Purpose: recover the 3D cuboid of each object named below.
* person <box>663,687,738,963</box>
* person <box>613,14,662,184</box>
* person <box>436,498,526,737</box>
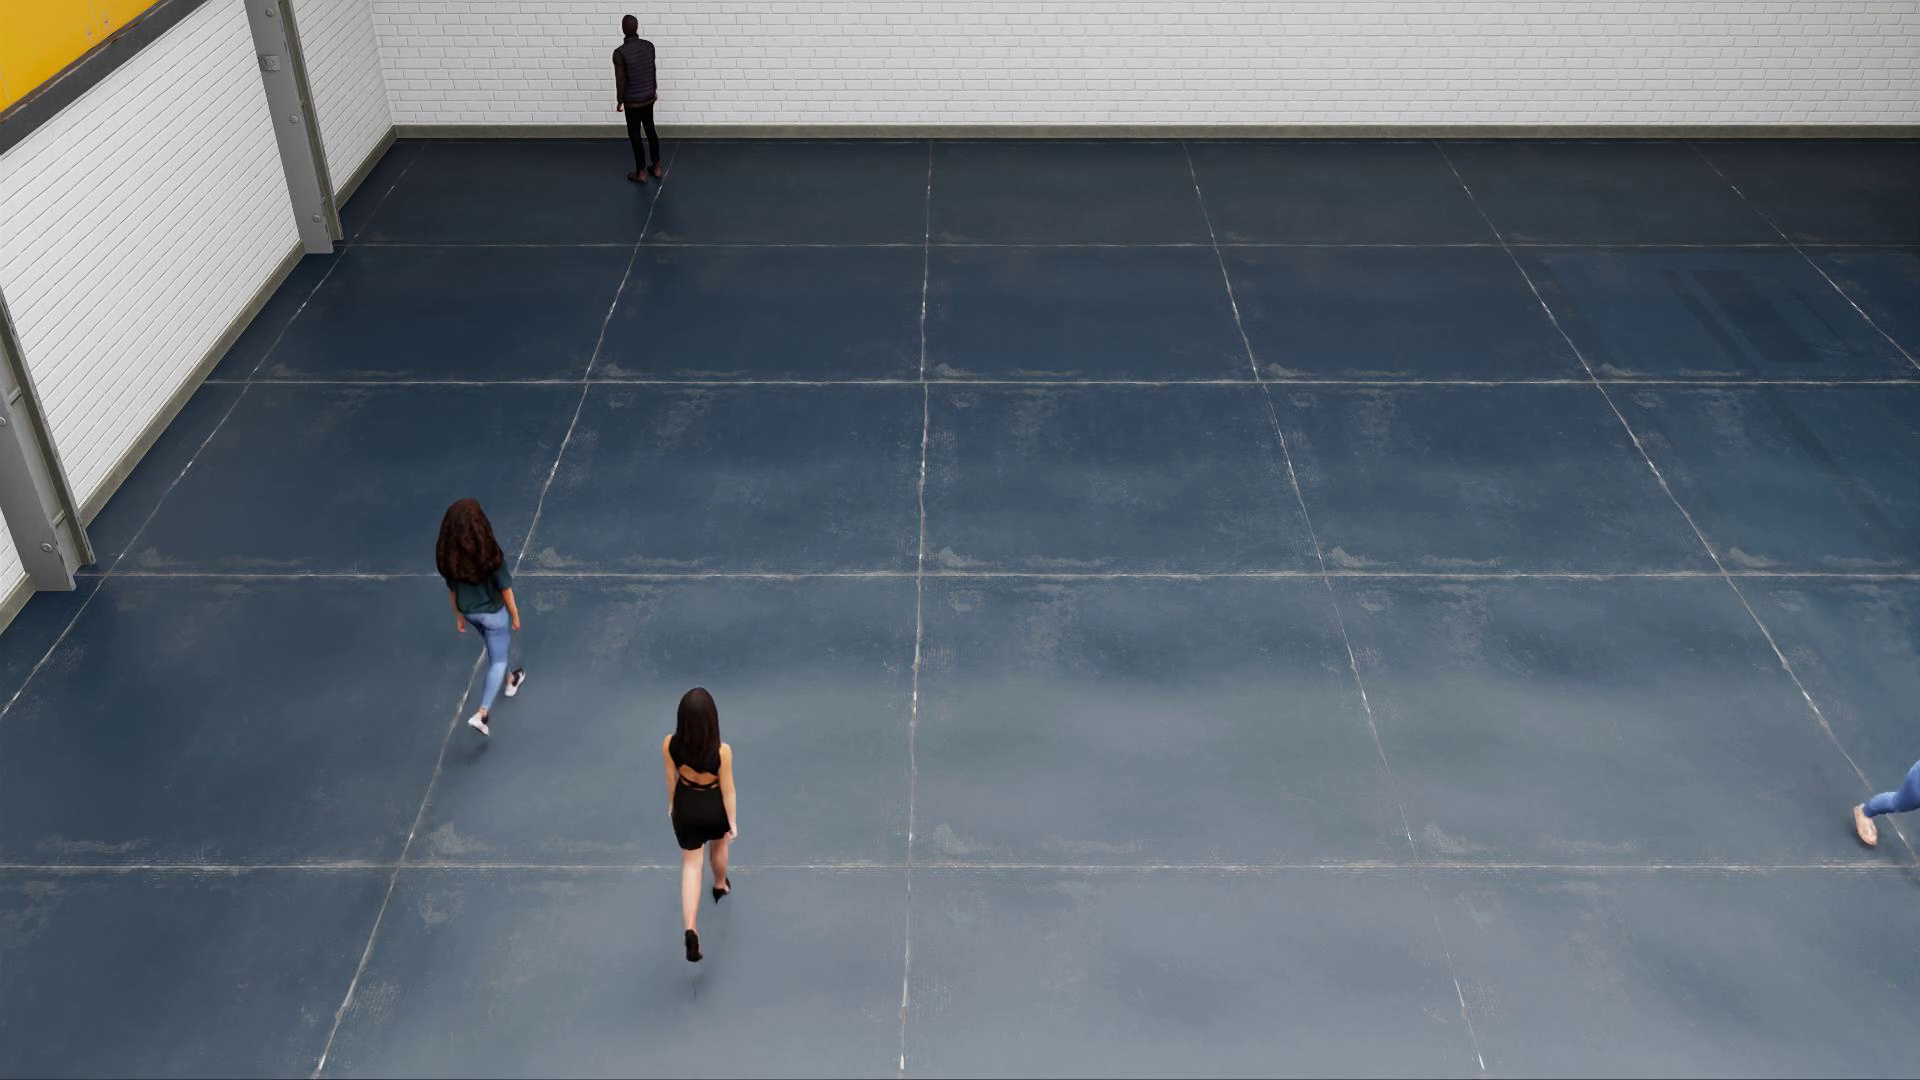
[{"bbox_3d":[-1.399,1.531,8.886,0.610,1.623,1.033,3,34,4],"label":"person"},{"bbox_3d":[-3.545,-4.866,18.317,0.831,1.836,0.761,27,42,35],"label":"person"},{"bbox_3d":[-3.020,0.496,10.471,0.708,1.592,1.079,5,34,8],"label":"person"}]
